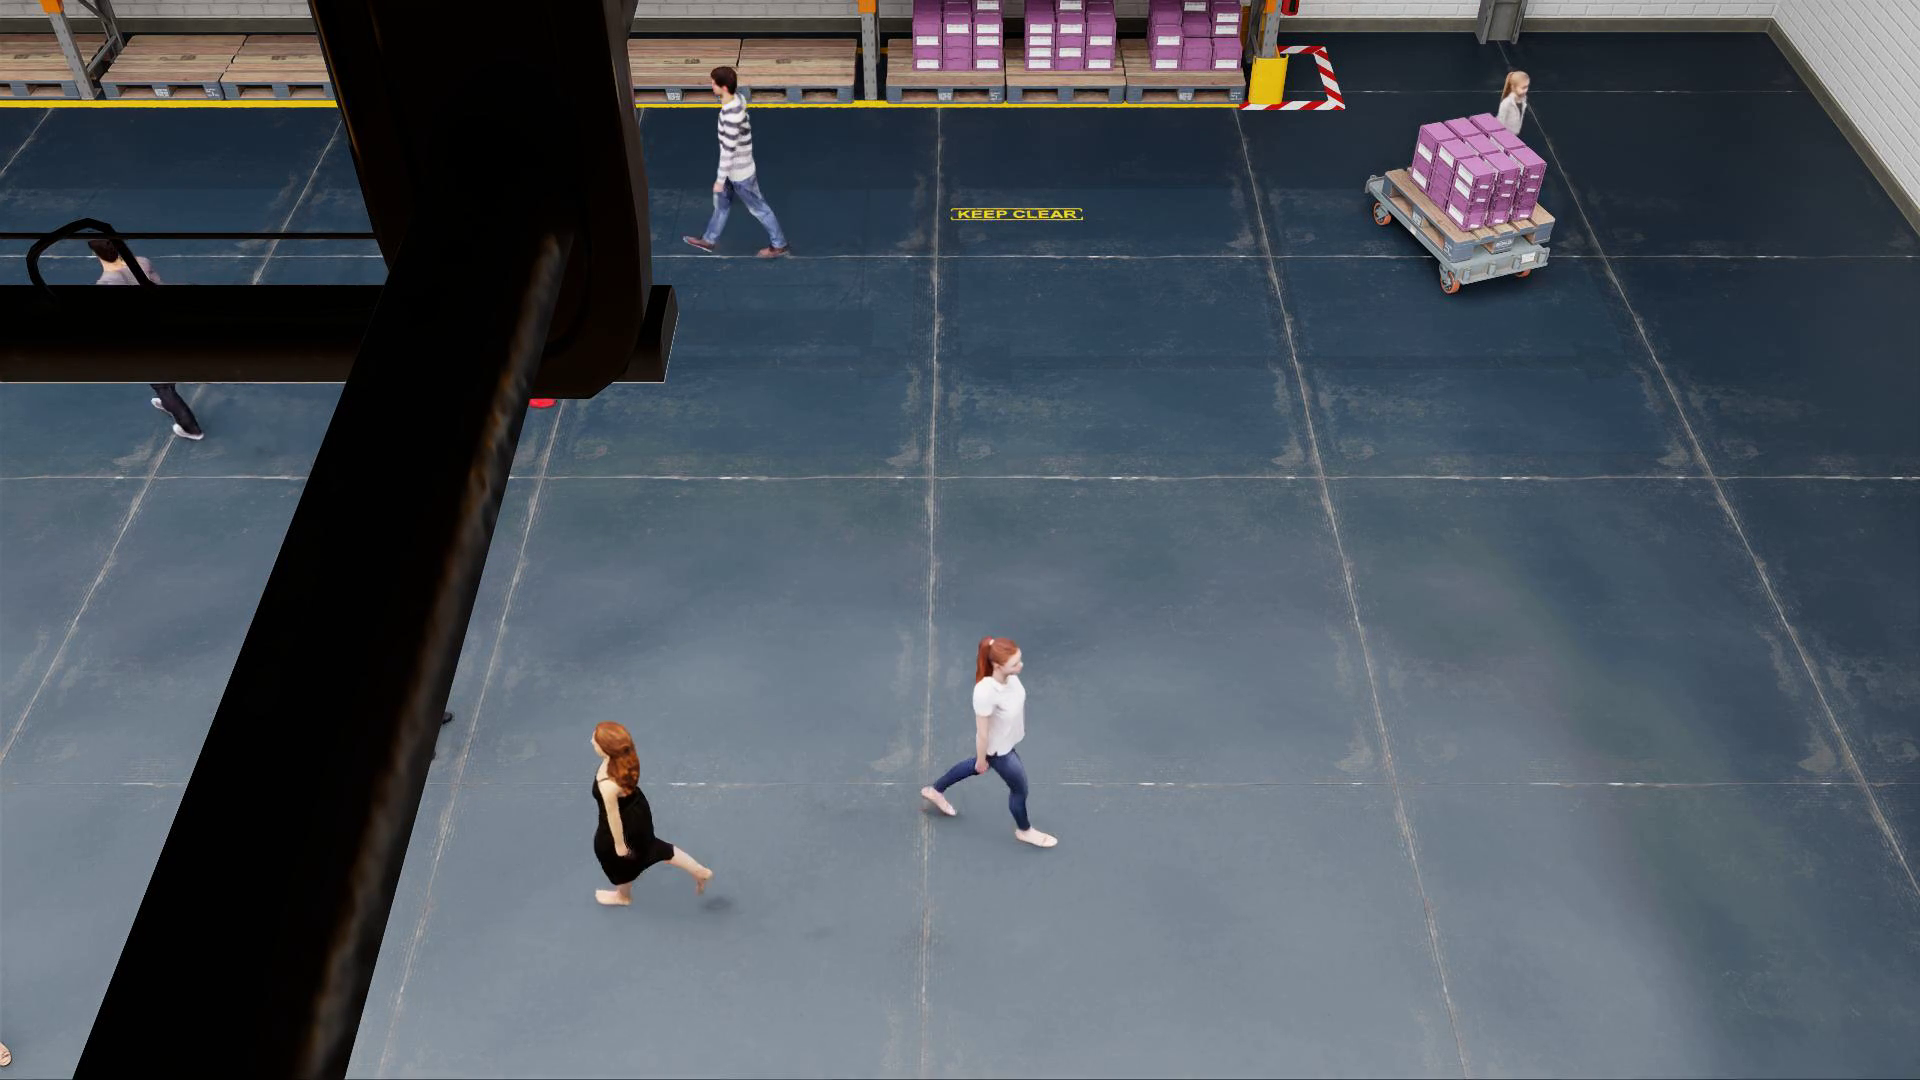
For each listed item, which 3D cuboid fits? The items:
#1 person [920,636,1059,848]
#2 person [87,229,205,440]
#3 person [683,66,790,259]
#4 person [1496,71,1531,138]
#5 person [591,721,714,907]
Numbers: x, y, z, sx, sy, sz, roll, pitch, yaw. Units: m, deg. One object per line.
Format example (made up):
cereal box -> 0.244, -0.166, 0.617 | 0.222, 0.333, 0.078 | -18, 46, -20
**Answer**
person -> 0.130, 1.163, 9.811 | 1.177, 1.702, 0.782 | 9, 44, 10
person -> -6.069, -1.505, 12.518 | 1.022, 1.831, 0.919 | 19, 47, 19
person -> -1.808, -3.189, 14.305 | 1.184, 1.803, 0.763 | -5, 44, -5
person -> 4.948, -3.728, 15.273 | 0.816, 1.250, 0.784 | -20, 47, -20
person -> -1.807, 1.594, 9.427 | 0.968, 1.607, 0.641 | 5, 44, 5
